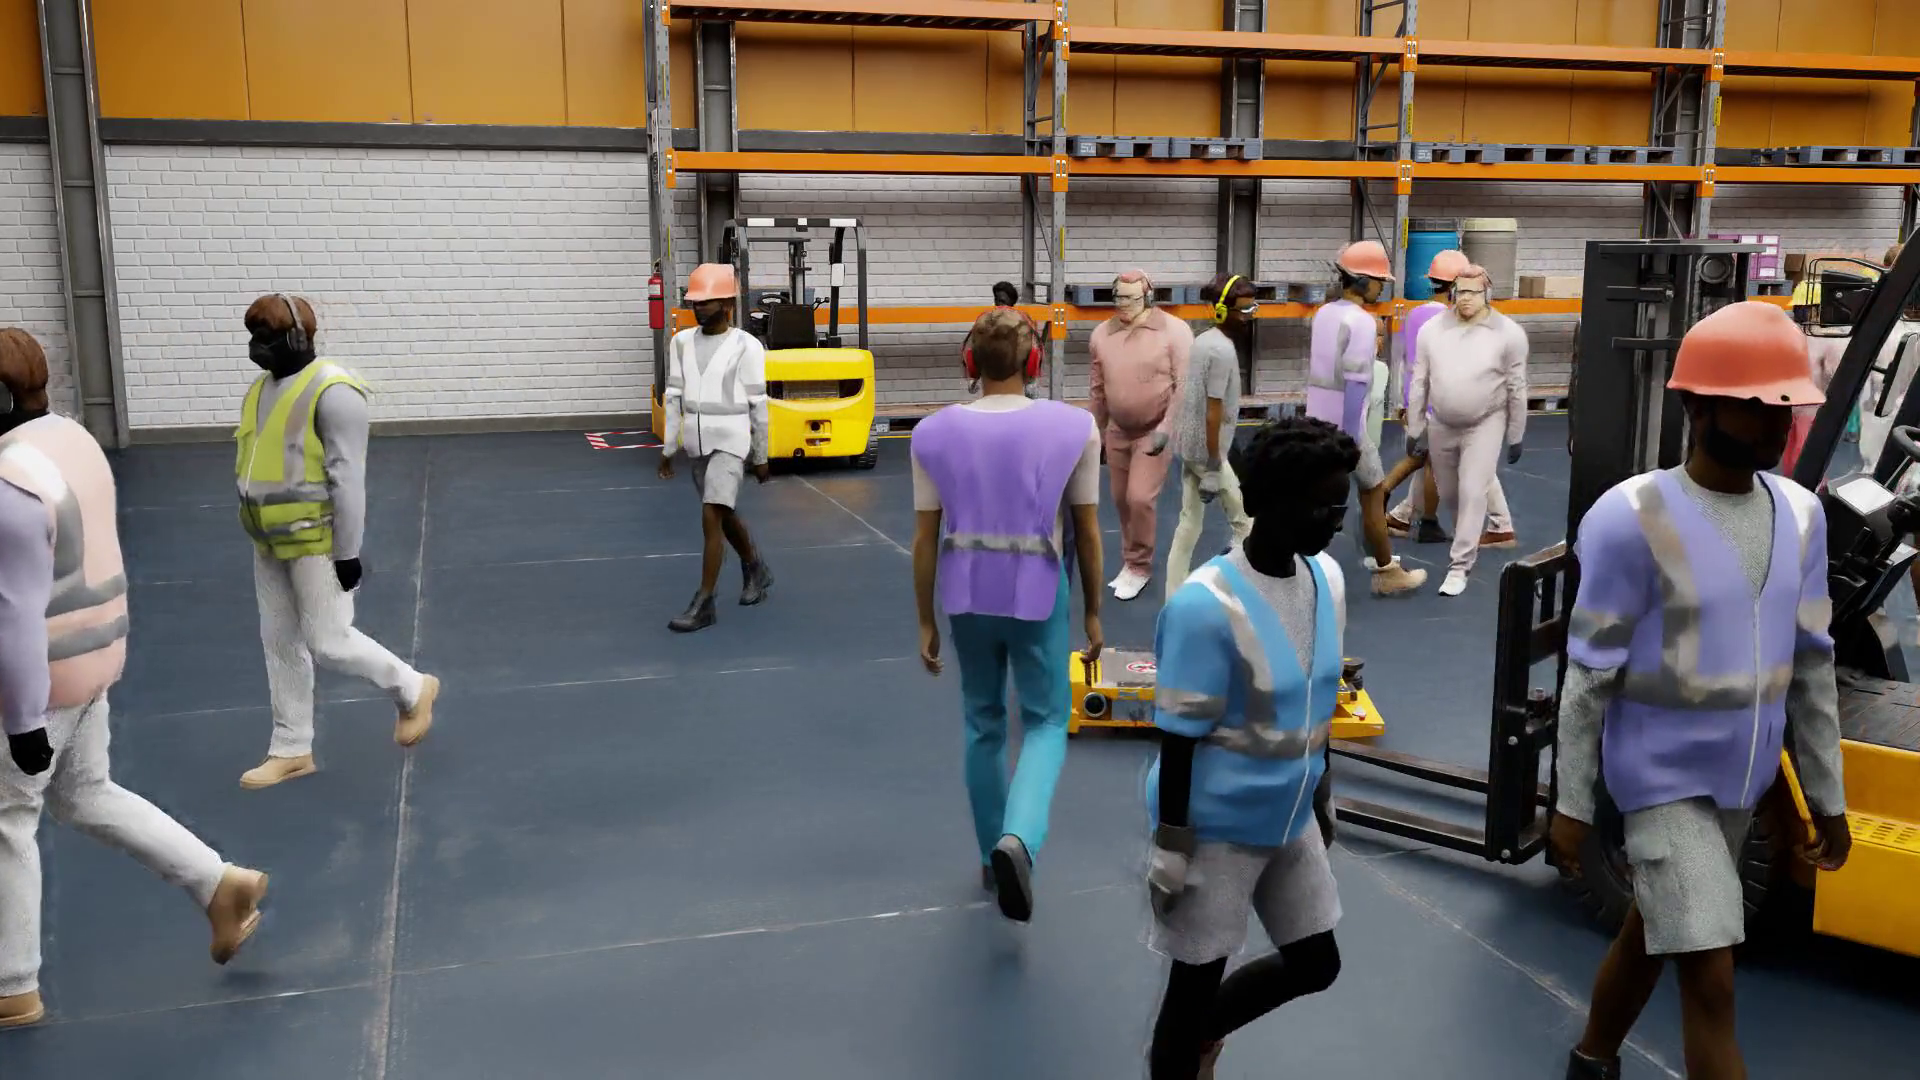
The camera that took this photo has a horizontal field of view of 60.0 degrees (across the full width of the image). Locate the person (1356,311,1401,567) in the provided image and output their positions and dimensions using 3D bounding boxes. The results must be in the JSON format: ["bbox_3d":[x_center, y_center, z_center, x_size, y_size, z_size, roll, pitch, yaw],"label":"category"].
[{"bbox_3d":[2.321,-0.573,9.966,0.864,1.584,0.540,-8,13,-37],"label":"person"}]

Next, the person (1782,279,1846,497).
[{"bbox_3d":[5.448,-0.788,10.690,0.424,1.758,0.537,-1,10,-7],"label":"person"}]

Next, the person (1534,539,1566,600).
[{"bbox_3d":[3.310,-0.361,8.679,0.539,1.628,0.515,3,11,15],"label":"person"}]

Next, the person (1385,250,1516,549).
[{"bbox_3d":[3.222,-0.918,10.909,1.018,1.941,0.615,5,11,23],"label":"person"}]

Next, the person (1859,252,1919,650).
[{"bbox_3d":[4.557,-0.456,8.189,1.008,2.002,0.619,6,12,28],"label":"person"}]

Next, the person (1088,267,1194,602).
[{"bbox_3d":[1.012,-0.588,9.322,0.663,1.854,0.702,7,13,35],"label":"person"}]

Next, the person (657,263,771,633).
[{"bbox_3d":[-1.265,-0.515,8.830,0.544,1.897,0.992,5,12,27],"label":"person"}]

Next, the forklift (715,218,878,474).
[{"bbox_3d":[-1.522,-1.778,14.899,1.214,2.155,2.313,-3,11,-17],"label":"forklift"}]

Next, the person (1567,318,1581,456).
[{"bbox_3d":[3.754,-0.646,9.448,0.596,1.918,0.380,1,10,8],"label":"person"}]

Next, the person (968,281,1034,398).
[{"bbox_3d":[0.383,-1.368,14.139,0.534,1.655,0.880,7,12,33],"label":"person"}]

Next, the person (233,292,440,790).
[{"bbox_3d":[-2.376,-0.008,6.214,0.630,1.829,0.660,8,13,36],"label":"person"}]

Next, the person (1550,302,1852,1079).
[{"bbox_3d":[1.536,0.491,3.284,0.569,1.888,0.957,-4,11,-21],"label":"person"}]

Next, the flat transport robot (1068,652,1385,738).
[{"bbox_3d":[1.001,0.630,6.975,1.431,0.197,0.652,1,10,4],"label":"flat transport robot"}]

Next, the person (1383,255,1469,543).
[{"bbox_3d":[3.020,-0.903,10.886,0.653,1.911,0.578,-5,11,-25],"label":"person"}]

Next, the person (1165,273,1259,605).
[{"bbox_3d":[1.313,-0.394,8.268,0.655,1.838,0.558,-2,11,-12],"label":"person"}]

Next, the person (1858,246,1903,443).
[{"bbox_3d":[9.023,-1.881,16.187,0.416,1.936,0.647,-7,12,-32],"label":"person"}]

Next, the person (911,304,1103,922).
[{"bbox_3d":[0.133,0.217,4.962,0.574,1.830,0.692,2,11,12],"label":"person"}]

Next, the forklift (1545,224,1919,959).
[{"bbox_3d":[2.909,0.117,4.508,2.313,2.155,1.214,9,14,40],"label":"forklift"}]

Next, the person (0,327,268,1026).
[{"bbox_3d":[-2.291,0.349,4.278,0.758,1.817,0.632,-2,10,-9],"label":"person"}]

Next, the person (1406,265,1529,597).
[{"bbox_3d":[2.954,-0.661,9.666,0.645,1.871,0.938,7,13,35],"label":"person"}]

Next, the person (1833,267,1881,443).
[{"bbox_3d":[8.855,-1.827,16.377,0.542,1.744,0.440,2,11,12],"label":"person"}]

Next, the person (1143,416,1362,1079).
[{"bbox_3d":[0.570,0.571,3.417,0.595,1.674,0.421,-9,14,-42],"label":"person"}]

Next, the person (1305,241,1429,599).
[{"bbox_3d":[2.205,-0.639,9.211,1.003,1.992,0.631,-4,11,-21],"label":"person"}]
